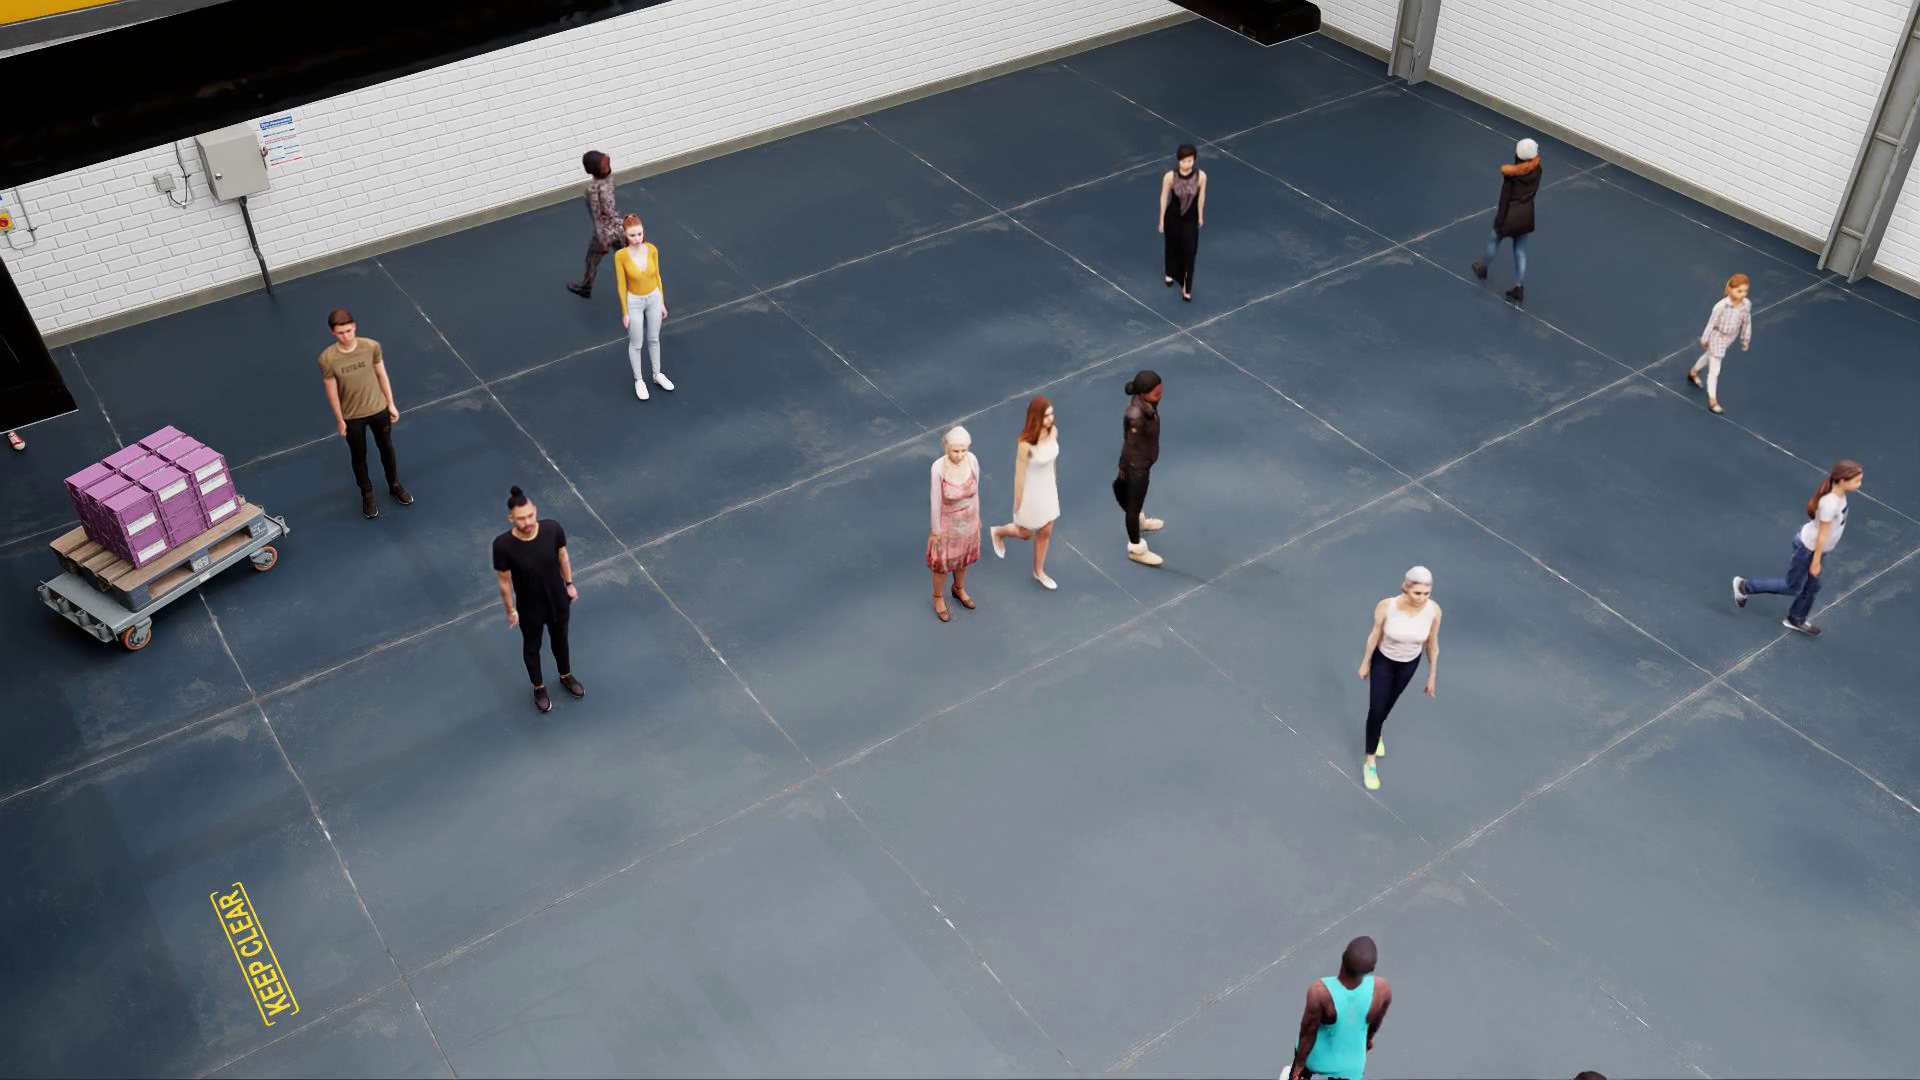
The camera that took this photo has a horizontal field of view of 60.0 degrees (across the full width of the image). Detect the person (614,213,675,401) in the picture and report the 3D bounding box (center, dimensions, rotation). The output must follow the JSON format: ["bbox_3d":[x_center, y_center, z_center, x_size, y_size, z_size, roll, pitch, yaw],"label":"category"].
[{"bbox_3d":[-2.838,-2.097,14.852,0.567,1.751,0.540,-22,44,-25],"label":"person"}]

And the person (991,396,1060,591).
[{"bbox_3d":[0.525,-0.408,12.779,0.597,1.699,0.906,-28,46,-30],"label":"person"}]

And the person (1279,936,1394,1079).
[{"bbox_3d":[1.983,2.807,8.704,1.067,1.760,1.269,-2,39,-2],"label":"person"}]

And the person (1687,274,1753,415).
[{"bbox_3d":[6.799,-1.838,14.914,0.774,1.269,1.021,-8,39,-10],"label":"person"}]

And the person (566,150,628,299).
[{"bbox_3d":[-3.279,-2.894,15.921,1.218,1.663,0.994,17,42,20],"label":"person"}]

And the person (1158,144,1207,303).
[{"bbox_3d":[2.173,-3.192,16.365,0.878,1.575,0.985,0,39,0],"label":"person"}]

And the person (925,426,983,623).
[{"bbox_3d":[-0.050,-0.154,12.465,0.577,1.694,0.567,-22,44,-25],"label":"person"}]

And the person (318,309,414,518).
[{"bbox_3d":[-4.830,-1.058,13.471,0.650,1.851,0.555,-22,44,-25],"label":"person"}]

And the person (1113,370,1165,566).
[{"bbox_3d":[1.521,-0.578,13.024,0.880,1.659,0.809,-28,46,-30],"label":"person"}]

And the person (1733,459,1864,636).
[{"bbox_3d":[6.260,0.035,12.346,0.971,1.547,0.700,26,45,29],"label":"person"}]

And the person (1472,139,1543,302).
[{"bbox_3d":[5.463,-3.101,16.231,0.879,1.601,1.115,-9,39,-11],"label":"person"}]

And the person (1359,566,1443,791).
[{"bbox_3d":[2.939,0.789,11.288,0.902,1.690,1.014,-1,39,-1],"label":"person"}]

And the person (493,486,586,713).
[{"bbox_3d":[-2.949,0.387,11.653,0.672,1.863,0.567,-22,44,-25],"label":"person"}]
